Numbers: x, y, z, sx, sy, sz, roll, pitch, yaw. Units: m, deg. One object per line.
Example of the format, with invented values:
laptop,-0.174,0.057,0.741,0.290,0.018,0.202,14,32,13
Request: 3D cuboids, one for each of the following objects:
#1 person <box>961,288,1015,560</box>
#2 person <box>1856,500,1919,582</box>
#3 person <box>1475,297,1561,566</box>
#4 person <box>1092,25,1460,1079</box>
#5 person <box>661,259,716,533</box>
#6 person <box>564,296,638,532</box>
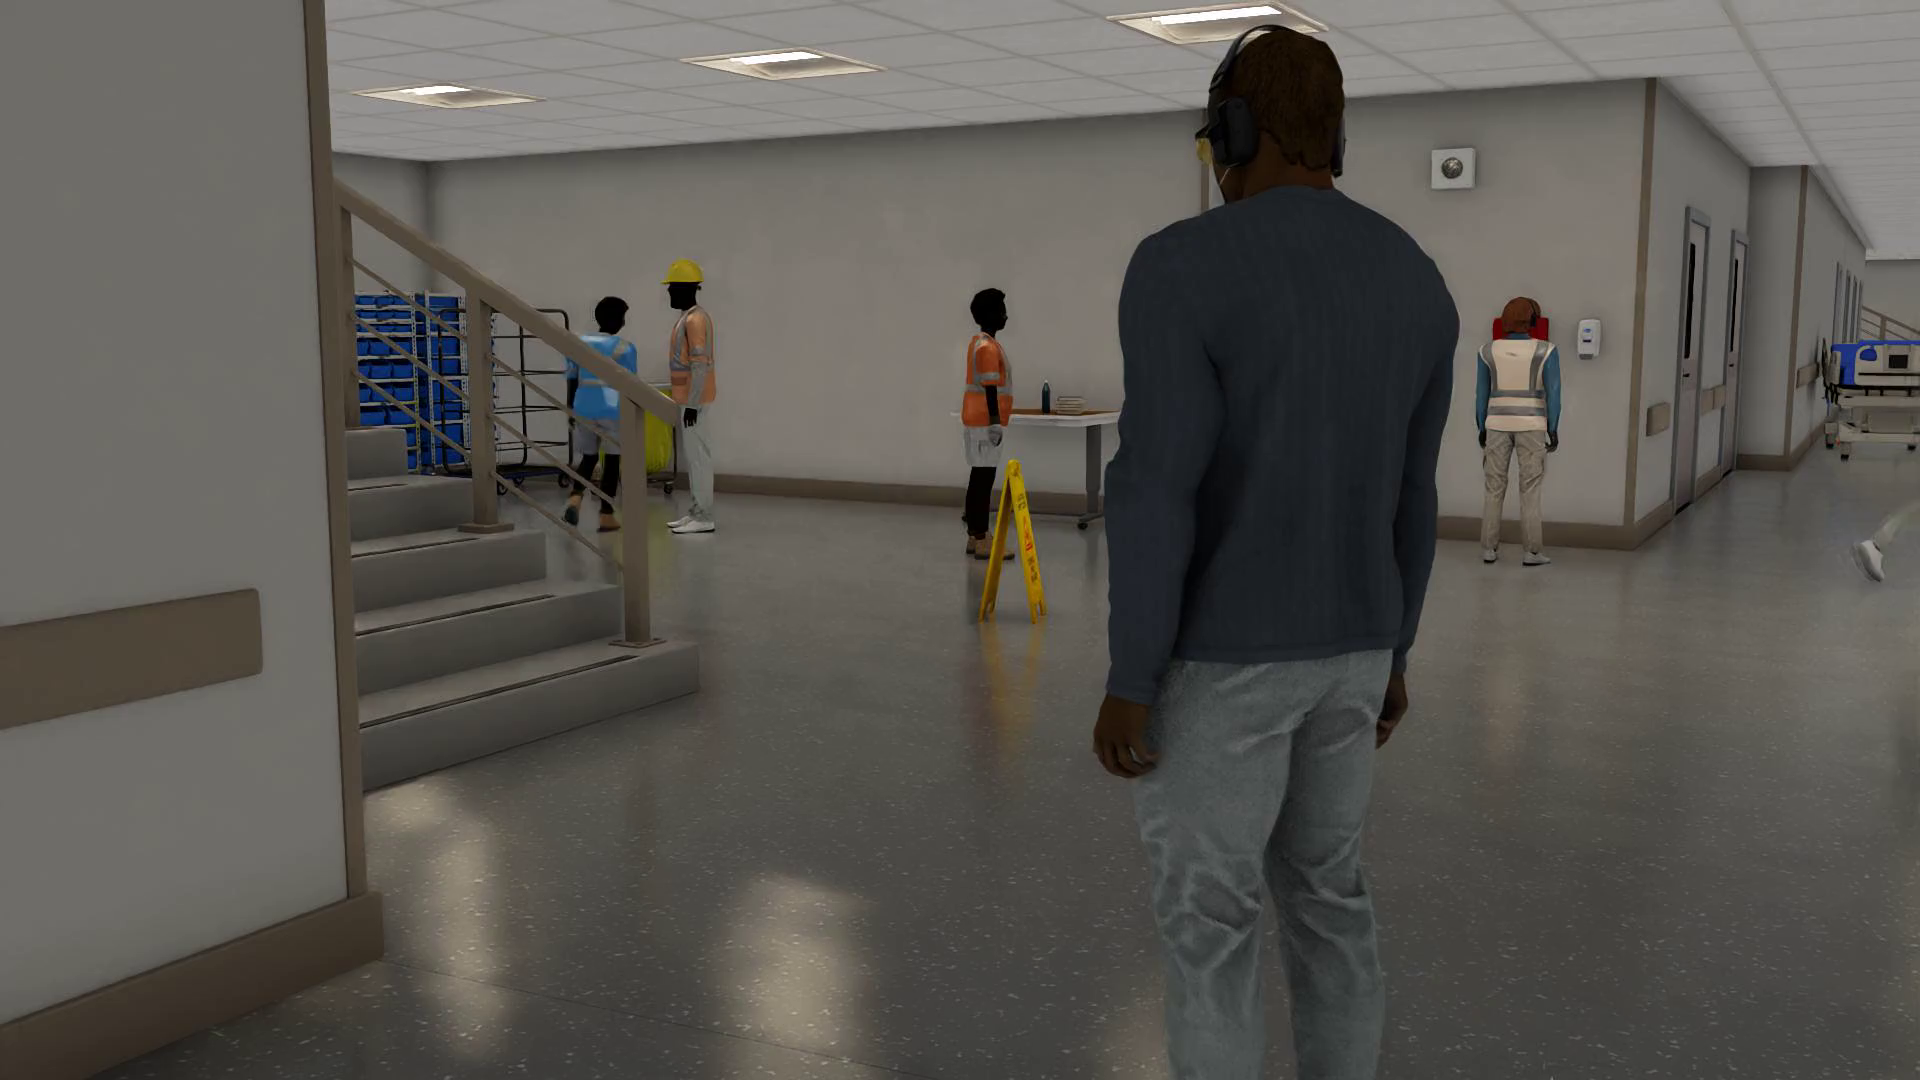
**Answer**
person,0.175,-0.726,10.452,0.320,1.698,0.531,-1,7,-8
person,5.423,-0.513,9.181,0.721,1.620,0.513,1,7,8
person,3.397,-0.658,10.152,0.514,1.641,0.307,5,9,34
person,0.484,0.185,2.580,0.640,1.927,0.388,-5,9,-34
person,-1.908,-1.009,11.745,0.370,1.928,0.585,-2,8,-13
person,-2.540,-0.883,11.737,0.567,1.666,0.438,2,8,15
